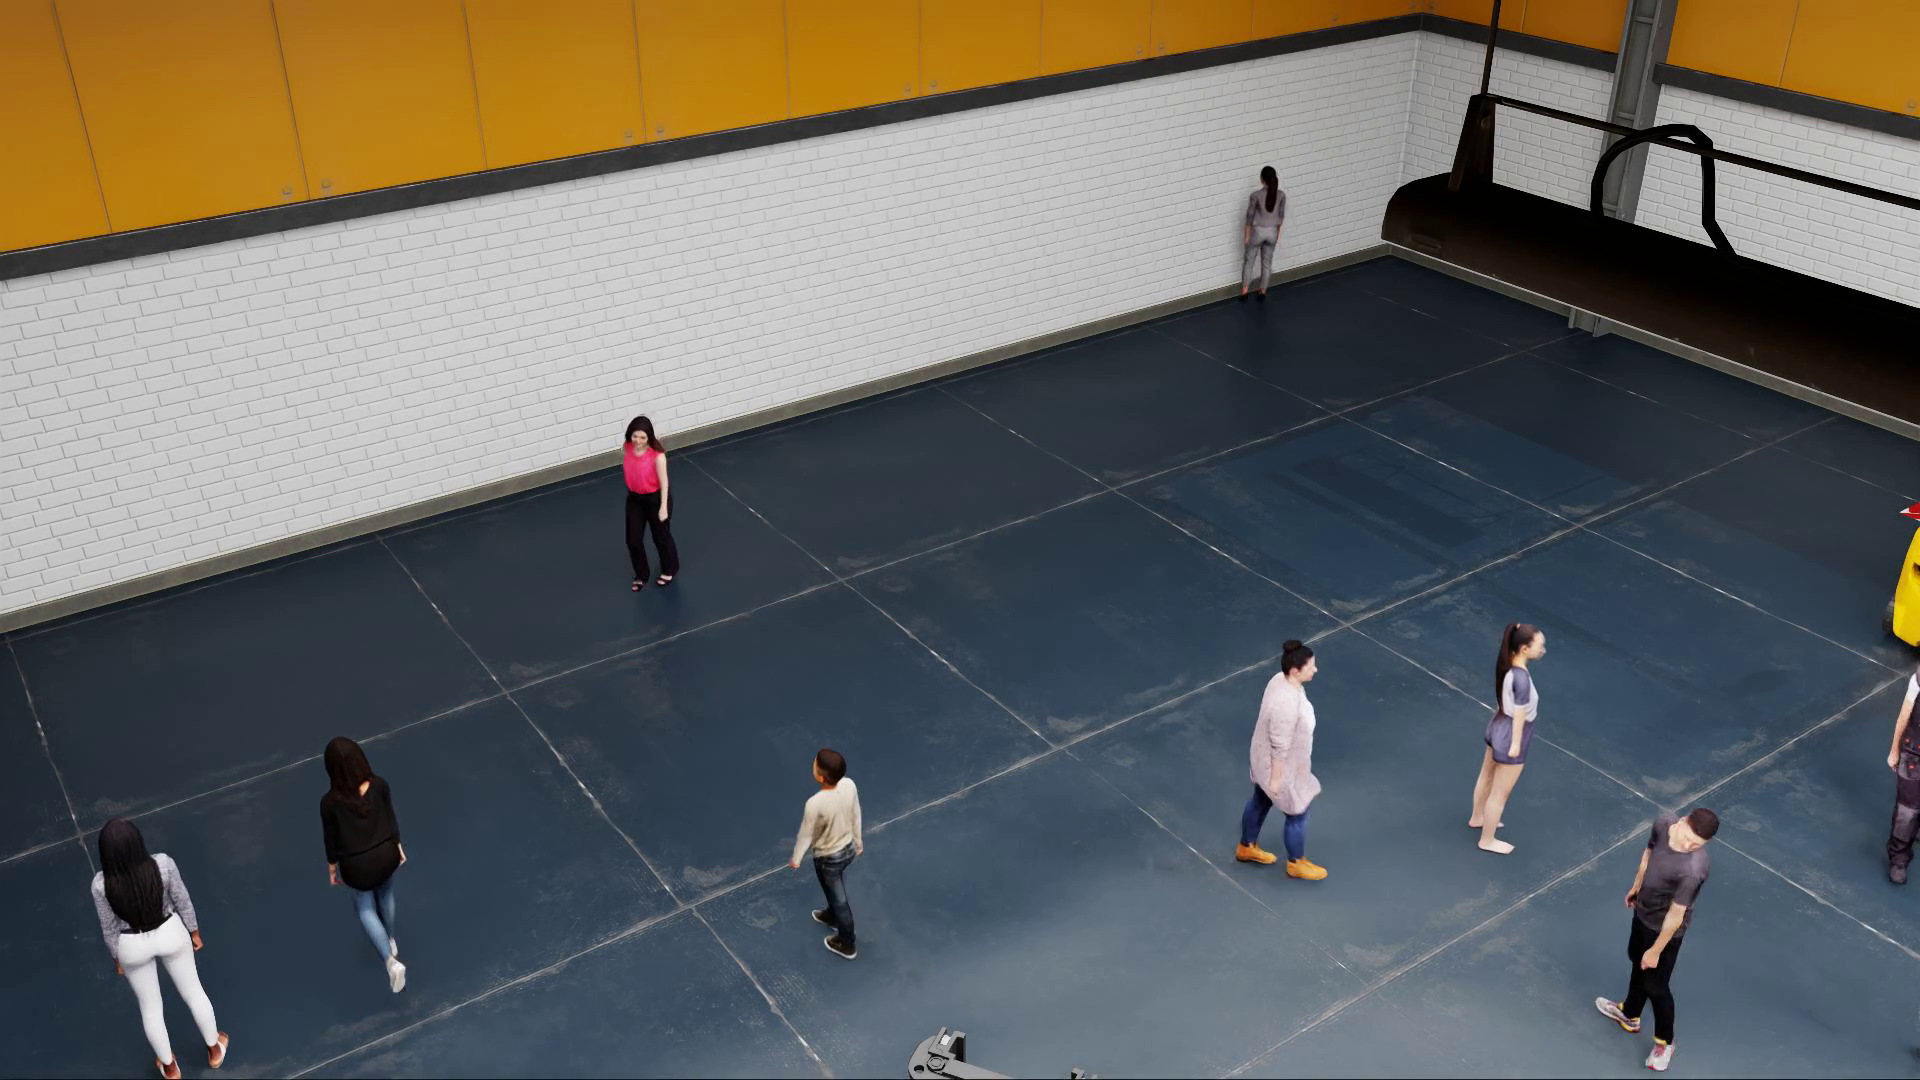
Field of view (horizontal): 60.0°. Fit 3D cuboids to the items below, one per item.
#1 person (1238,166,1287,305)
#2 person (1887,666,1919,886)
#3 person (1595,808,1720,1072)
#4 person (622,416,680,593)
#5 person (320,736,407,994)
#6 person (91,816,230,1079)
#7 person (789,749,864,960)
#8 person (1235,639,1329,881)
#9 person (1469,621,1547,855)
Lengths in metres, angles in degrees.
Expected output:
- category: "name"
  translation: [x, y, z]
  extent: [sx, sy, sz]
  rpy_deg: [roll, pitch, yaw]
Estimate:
- category: "person"
  translation: [3.603, -3.579, 19.661]
  extent: [0.726, 1.676, 0.744]
  rpy_deg: [-3, 29, -5]
- category: "person"
  translation: [6.145, 1.307, 10.546]
  extent: [0.958, 1.827, 0.980]
  rpy_deg: [10, 30, 17]
- category: "person"
  translation: [3.873, 2.079, 9.233]
  extent: [0.894, 1.729, 0.789]
  rpy_deg: [8, 30, 15]
- category: "person"
  translation: [-2.554, -0.318, 13.736]
  extent: [0.782, 1.626, 0.828]
  rpy_deg: [16, 32, 26]
- category: "person"
  translation: [-3.415, 1.896, 9.677]
  extent: [0.585, 1.626, 0.942]
  rpy_deg: [-19, 34, -31]
- category: "person"
  translation: [-4.366, 2.205, 9.009]
  extent: [0.612, 1.724, 0.516]
  rpy_deg: [-16, 32, -26]
- category: "person"
  translation: [-0.703, 1.888, 9.874]
  extent: [0.759, 1.451, 0.669]
  rpy_deg: [19, 34, 30]
- category: "person"
  translation: [1.942, 1.377, 10.521]
  extent: [1.005, 1.727, 0.945]
  rpy_deg: [4, 29, 8]
- category: "person"
  translation: [3.546, 1.270, 10.801]
  extent: [0.726, 1.649, 0.636]
  rpy_deg: [1, 29, 2]
